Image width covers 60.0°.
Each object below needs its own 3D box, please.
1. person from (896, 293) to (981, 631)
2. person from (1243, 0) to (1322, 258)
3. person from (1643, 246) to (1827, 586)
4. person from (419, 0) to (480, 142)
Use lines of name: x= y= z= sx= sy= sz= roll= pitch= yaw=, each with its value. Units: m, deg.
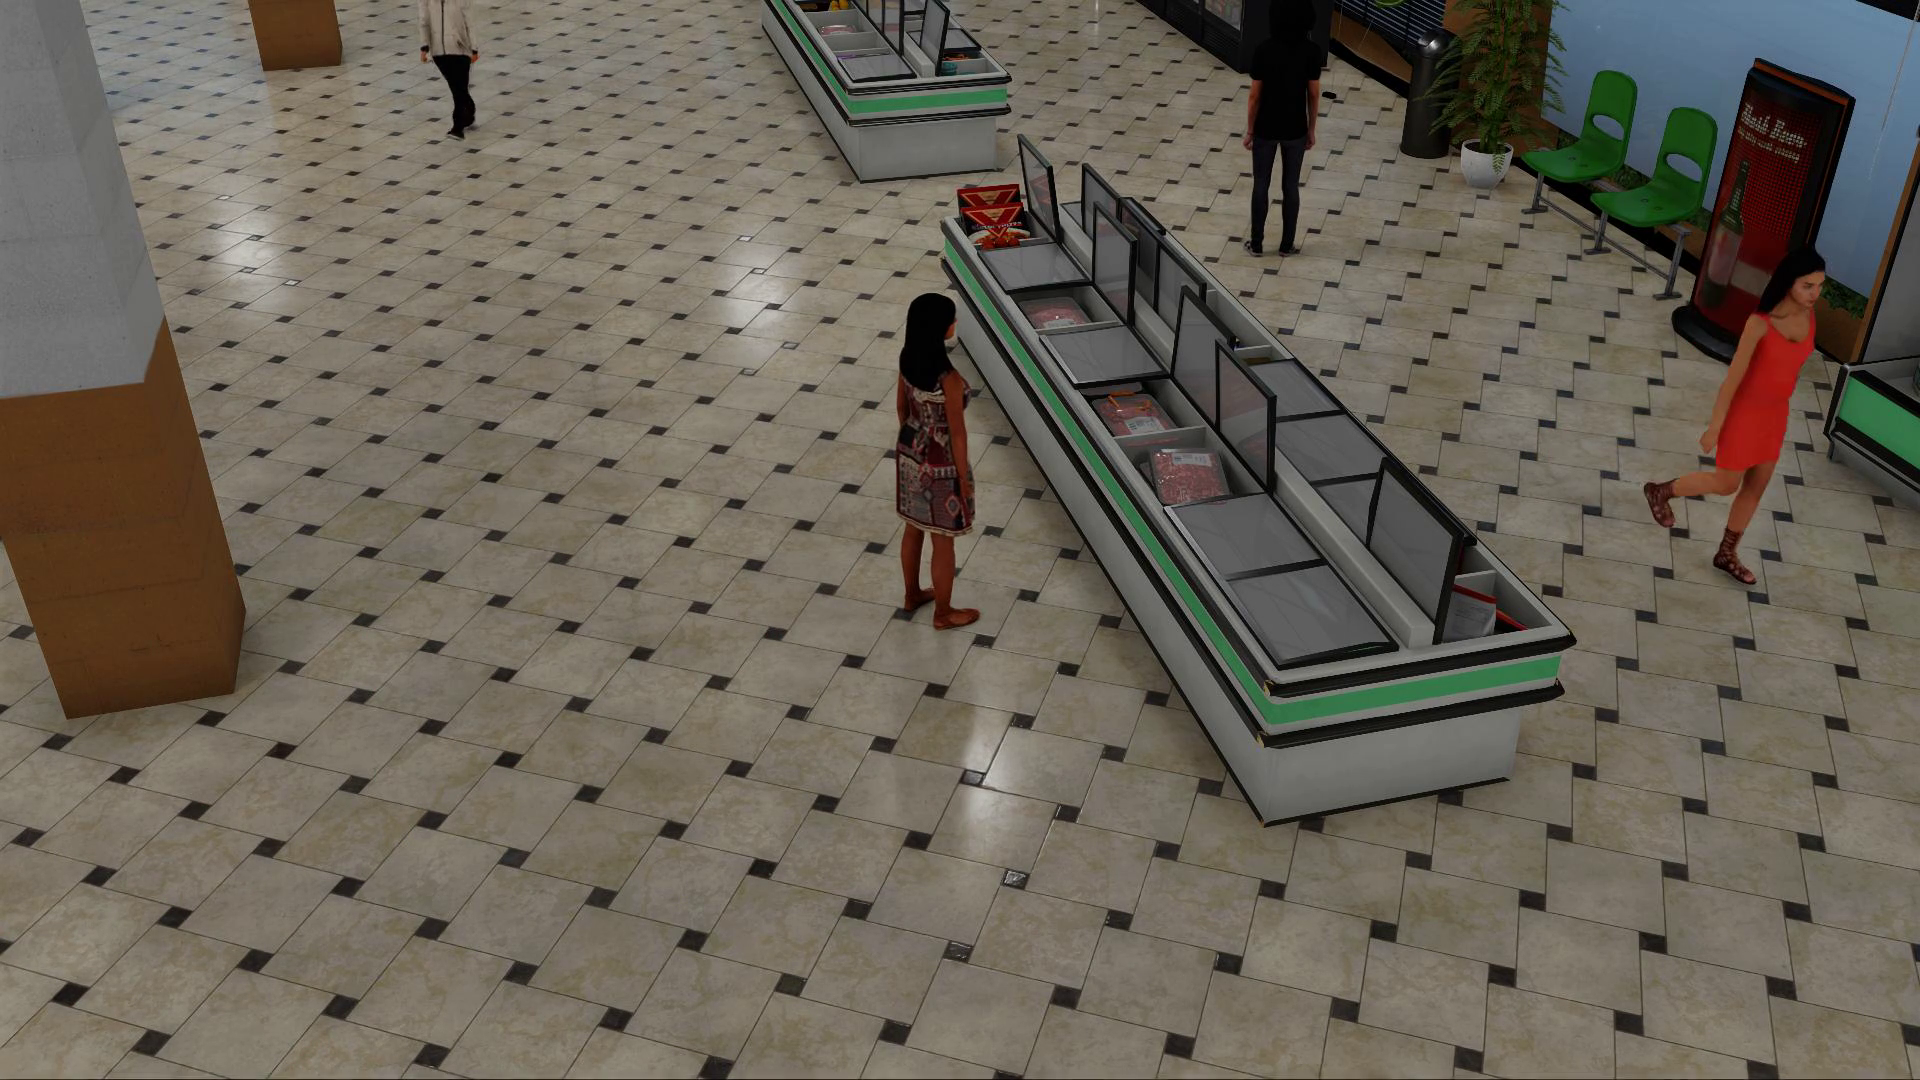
person: x=-0.127 y=-0.356 z=7.585 sx=0.782 sy=1.645 sz=0.619 roll=-23 pitch=38 yaw=-32
person: x=2.195 y=-2.843 z=11.403 sx=0.701 sy=1.834 sz=0.640 roll=3 pitch=32 yaw=4
person: x=3.717 y=-0.625 z=7.963 sx=0.757 sy=1.704 sz=0.962 roll=-18 pitch=36 yaw=-26
person: x=-4.184 y=-4.049 z=13.736 sx=0.805 sy=1.417 sz=1.036 roll=3 pitch=32 yaw=5
